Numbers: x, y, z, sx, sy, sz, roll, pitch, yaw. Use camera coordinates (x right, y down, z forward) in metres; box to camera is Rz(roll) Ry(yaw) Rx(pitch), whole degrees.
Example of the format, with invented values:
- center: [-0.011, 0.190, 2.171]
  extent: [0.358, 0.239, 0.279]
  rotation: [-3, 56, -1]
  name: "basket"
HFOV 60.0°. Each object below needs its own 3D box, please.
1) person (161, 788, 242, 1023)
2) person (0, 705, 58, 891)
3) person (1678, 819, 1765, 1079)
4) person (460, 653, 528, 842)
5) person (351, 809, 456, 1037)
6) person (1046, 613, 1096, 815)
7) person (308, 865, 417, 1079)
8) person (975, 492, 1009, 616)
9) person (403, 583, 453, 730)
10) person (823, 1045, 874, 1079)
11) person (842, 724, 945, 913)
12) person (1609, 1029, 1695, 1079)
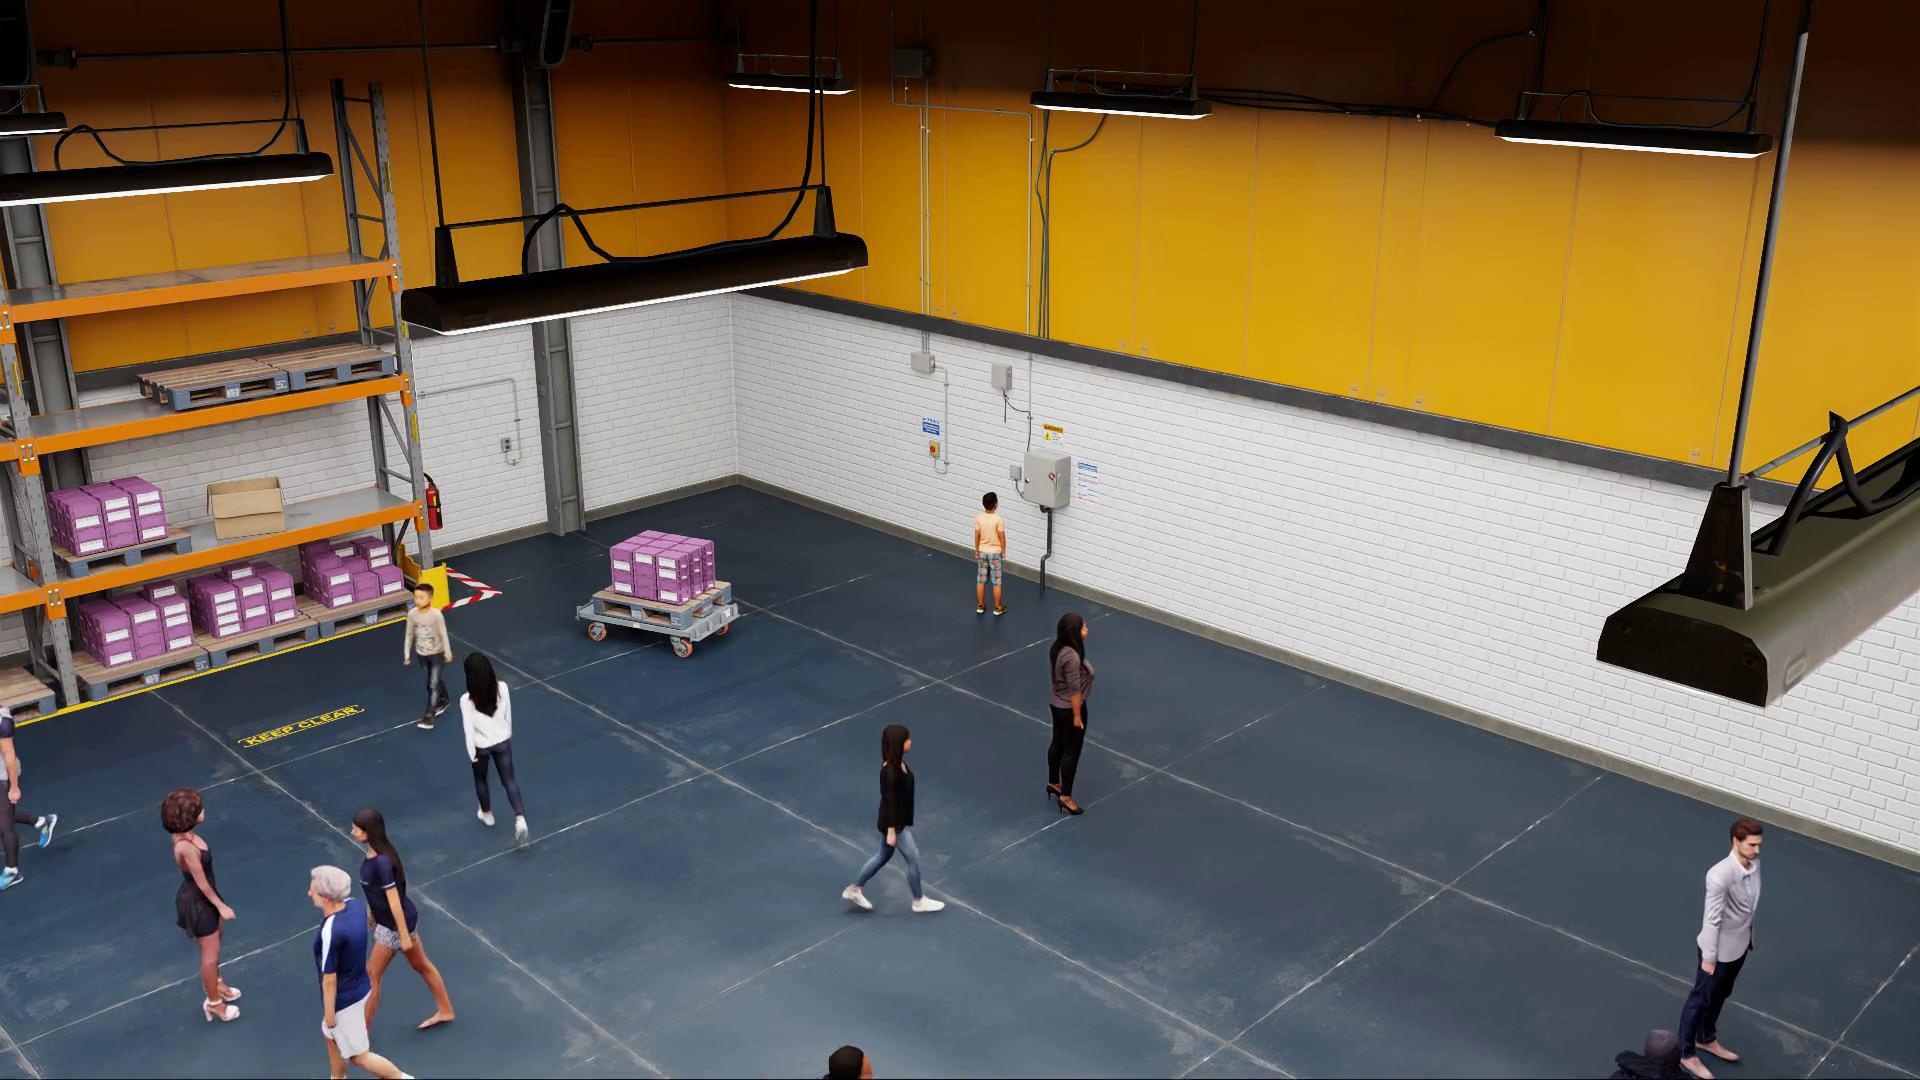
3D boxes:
- center: [-5.336, 2.570, 11.600]
  extent: [0.683, 1.786, 0.657]
  rotation: [-10, 21, -27]
  name: "person"
- center: [-7.739, 1.911, 13.520]
  extent: [0.896, 1.811, 1.091]
  rotation: [9, 20, 24]
  name: "person"
- center: [5.123, 2.690, 11.147]
  extent: [0.534, 1.849, 0.761]
  rotation: [-14, 23, -36]
  name: "person"
- center: [-3.950, 1.777, 14.137]
  extent: [1.048, 1.671, 0.774]
  rotation: [-13, 23, -34]
  name: "person"
- center: [-3.798, 2.648, 11.459]
  extent: [1.123, 1.728, 0.920]
  rotation: [-6, 19, -16]
  name: "person"
- center: [0.945, 1.509, 14.667]
  extent: [0.757, 1.841, 0.747]
  rotation: [-6, 19, -16]
  name: "person"
- center: [-3.815, 2.903, 10.572]
  extent: [1.188, 1.811, 1.108]
  rotation: [-1, 19, -3]
  name: "person"
- center: [0.351, 0.148, 19.301]
  extent: [0.598, 1.461, 0.612]
  rotation: [6, 20, 18]
  name: "person"
- center: [-5.216, 1.107, 16.503]
  extent: [0.898, 1.430, 1.058]
  rotation: [4, 19, 11]
  name: "person"
- center: [-0.680, 3.502, 9.076]
  extent: [0.942, 1.630, 0.816]
  rotation: [-5, 19, -15]
  name: "person"
- center: [-0.584, 2.193, 12.981]
  extent: [1.093, 1.620, 0.992]
  rotation: [-2, 19, -5]
  name: "person"
- center: [3.720, 3.464, 9.139]
  extent: [0.721, 1.662, 0.712]
  rotation: [-13, 22, -33]
  name: "person"
